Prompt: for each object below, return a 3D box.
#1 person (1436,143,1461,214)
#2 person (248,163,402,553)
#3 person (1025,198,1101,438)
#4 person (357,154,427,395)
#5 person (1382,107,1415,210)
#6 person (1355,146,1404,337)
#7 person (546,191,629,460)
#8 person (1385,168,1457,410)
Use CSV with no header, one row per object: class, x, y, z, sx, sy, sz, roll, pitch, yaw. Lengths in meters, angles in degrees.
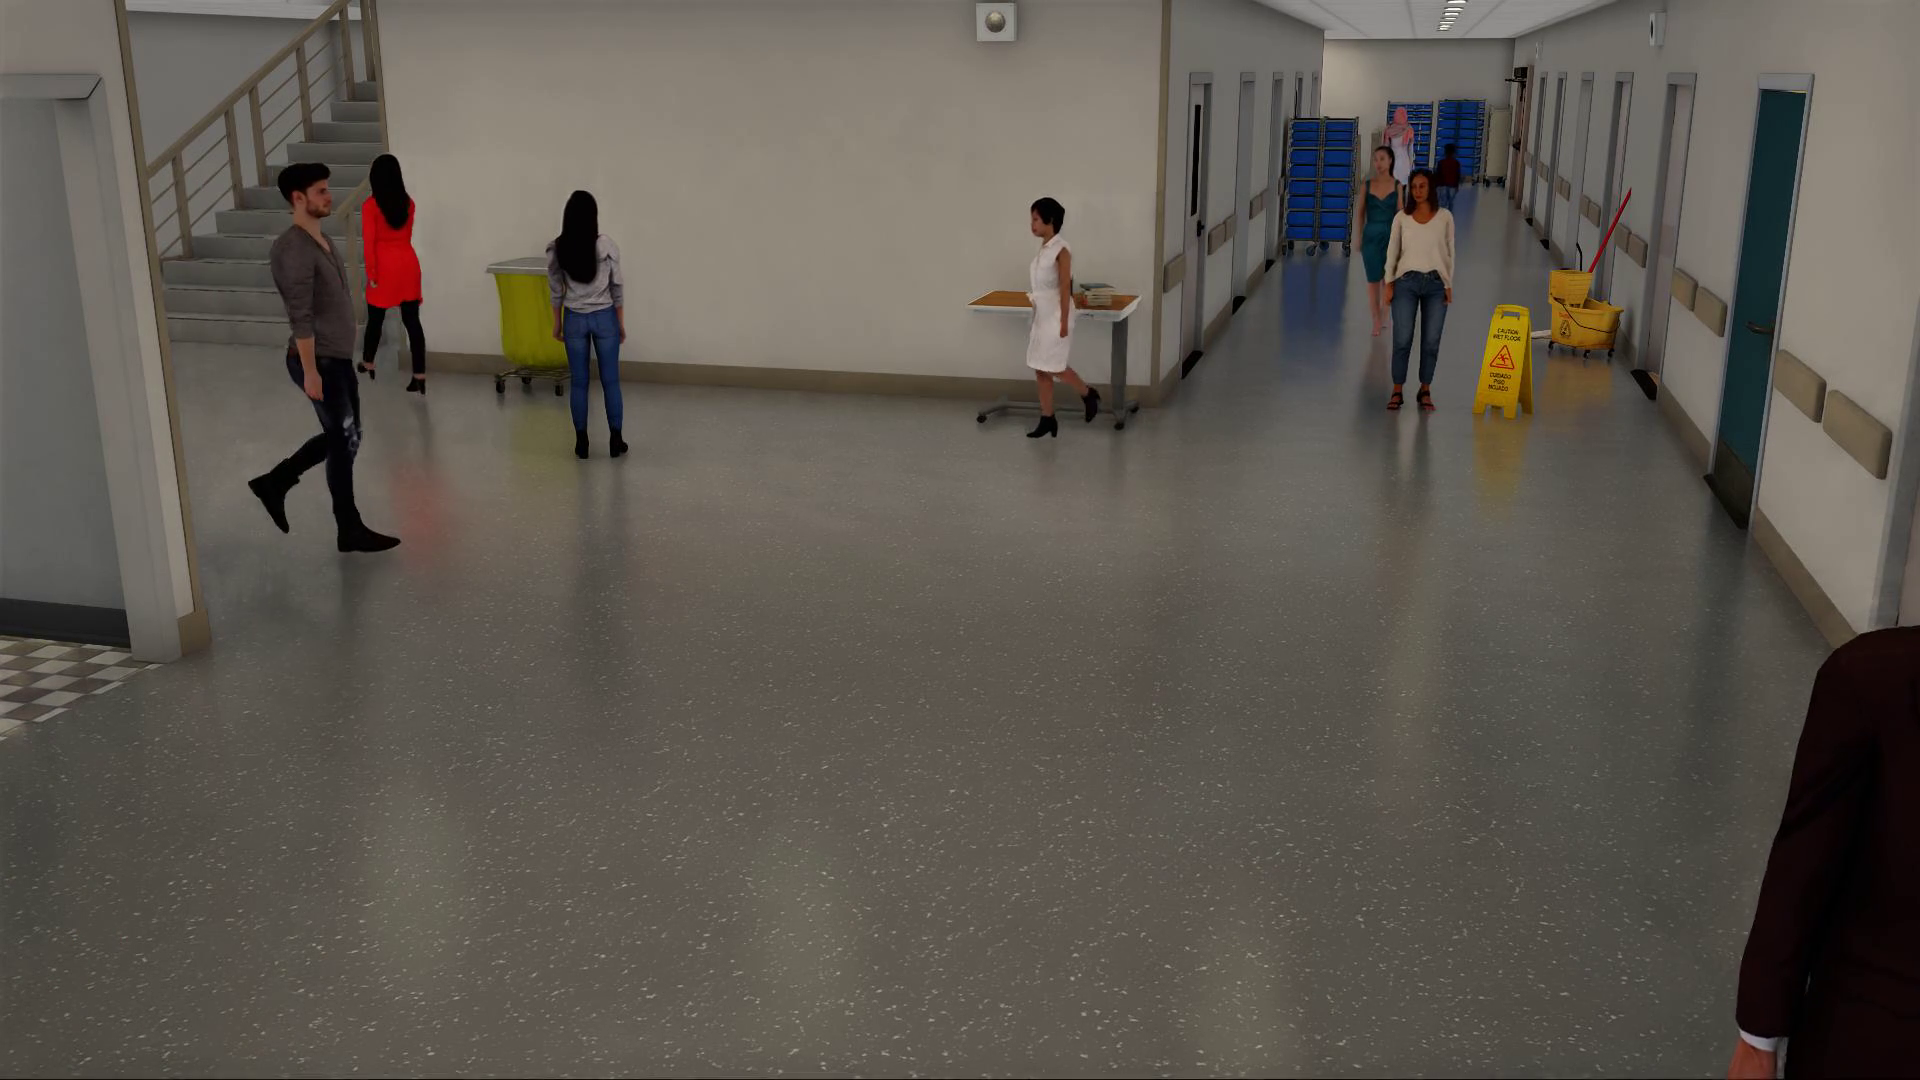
person,7.527,-5.467,25.657,0.557,1.230,0.824,2,16,7
person,-3.173,-0.852,8.080,0.929,1.885,1.019,-1,16,-2
person,0.662,-1.413,10.711,0.861,1.537,0.820,-7,17,-23
person,-4.053,-1.893,12.111,0.972,1.700,1.086,12,20,36
person,6.675,-5.683,25.363,0.613,1.804,0.573,4,16,14
person,3.765,-2.656,14.867,0.589,1.675,0.594,5,16,17
person,-2.270,-1.322,10.214,0.671,1.632,0.644,-2,16,-8
person,3.241,-1.771,11.694,0.623,1.693,0.535,3,16,9
